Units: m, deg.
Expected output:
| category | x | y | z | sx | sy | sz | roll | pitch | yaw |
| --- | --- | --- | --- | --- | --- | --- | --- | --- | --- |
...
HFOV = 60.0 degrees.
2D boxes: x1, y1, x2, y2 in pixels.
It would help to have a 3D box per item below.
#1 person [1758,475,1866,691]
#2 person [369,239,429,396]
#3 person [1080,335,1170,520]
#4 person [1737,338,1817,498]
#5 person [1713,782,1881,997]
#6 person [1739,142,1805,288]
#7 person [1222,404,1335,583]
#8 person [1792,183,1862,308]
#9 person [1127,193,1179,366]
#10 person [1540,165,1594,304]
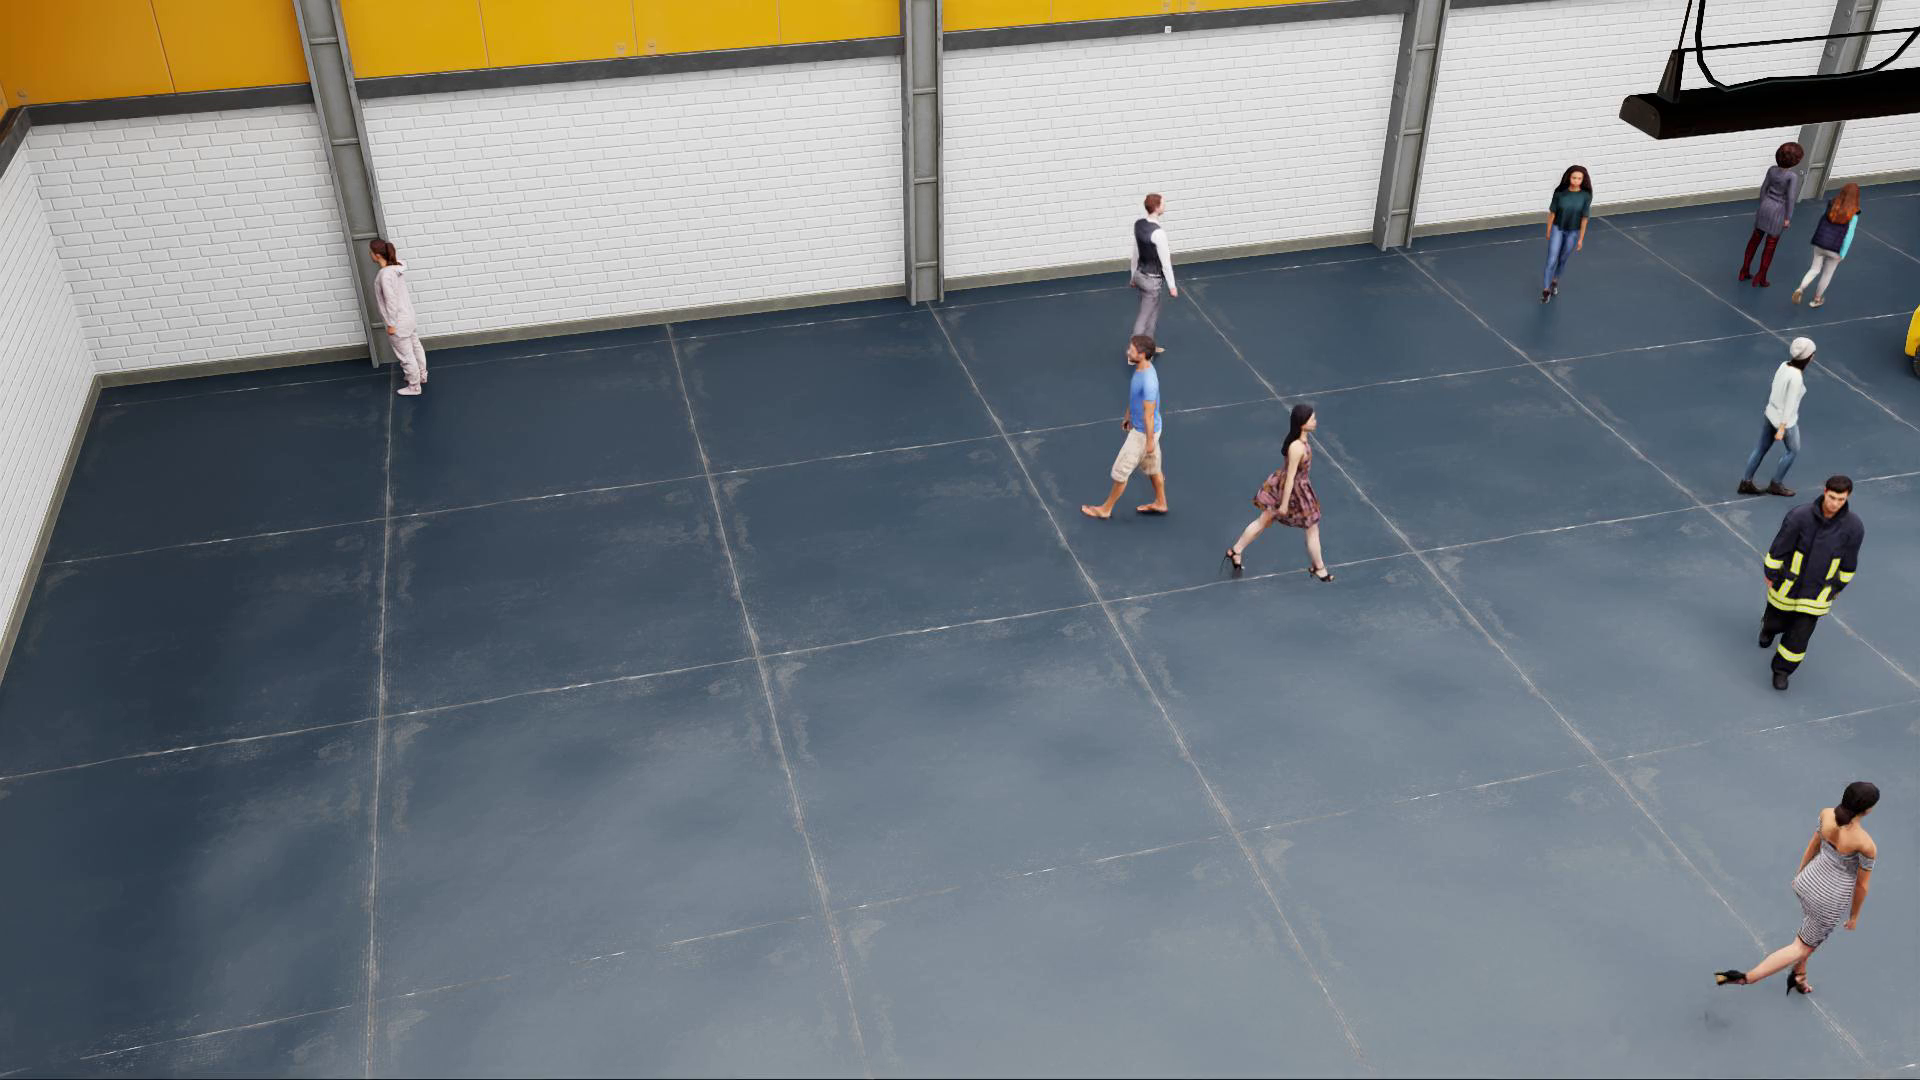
| category | x | y | z | sx | sy | sz | roll | pitch | yaw |
| --- | --- | --- | --- | --- | --- | --- | --- | --- | --- |
| person | 6.659 | 0.258 | 13.095 | 1.083 | 1.914 | 1.125 | 12 | 35 | 17 |
| person | -5.772 | -2.316 | 17.168 | 0.665 | 1.692 | 0.698 | 1 | 34 | 2 |
| person | 1.758 | -0.992 | 15.049 | 1.145 | 1.832 | 0.862 | 1 | 34 | 2 |
| person | 7.532 | -1.127 | 15.432 | 0.817 | 1.635 | 0.729 | 2 | 34 | 3 |
| person | 5.204 | 2.232 | 10.233 | 0.999 | 1.794 | 0.633 | -10 | 35 | -15 |
| person | 9.464 | -3.800 | 19.385 | 0.574 | 1.710 | 0.633 | -16 | 37 | -22 |
| person | 2.725 | -0.369 | 14.213 | 1.273 | 1.722 | 0.917 | 4 | 34 | 6 |
| person | 9.818 | -3.310 | 18.850 | 0.879 | 1.486 | 0.741 | -23 | 40 | -31 |
| person | 1.923 | -2.733 | 17.588 | 0.712 | 1.923 | 0.666 | -10 | 35 | -15 |
| person | 6.966 | -3.569 | 19.144 | 0.897 | 1.592 | 0.897 | 8 | 35 | 12 |
